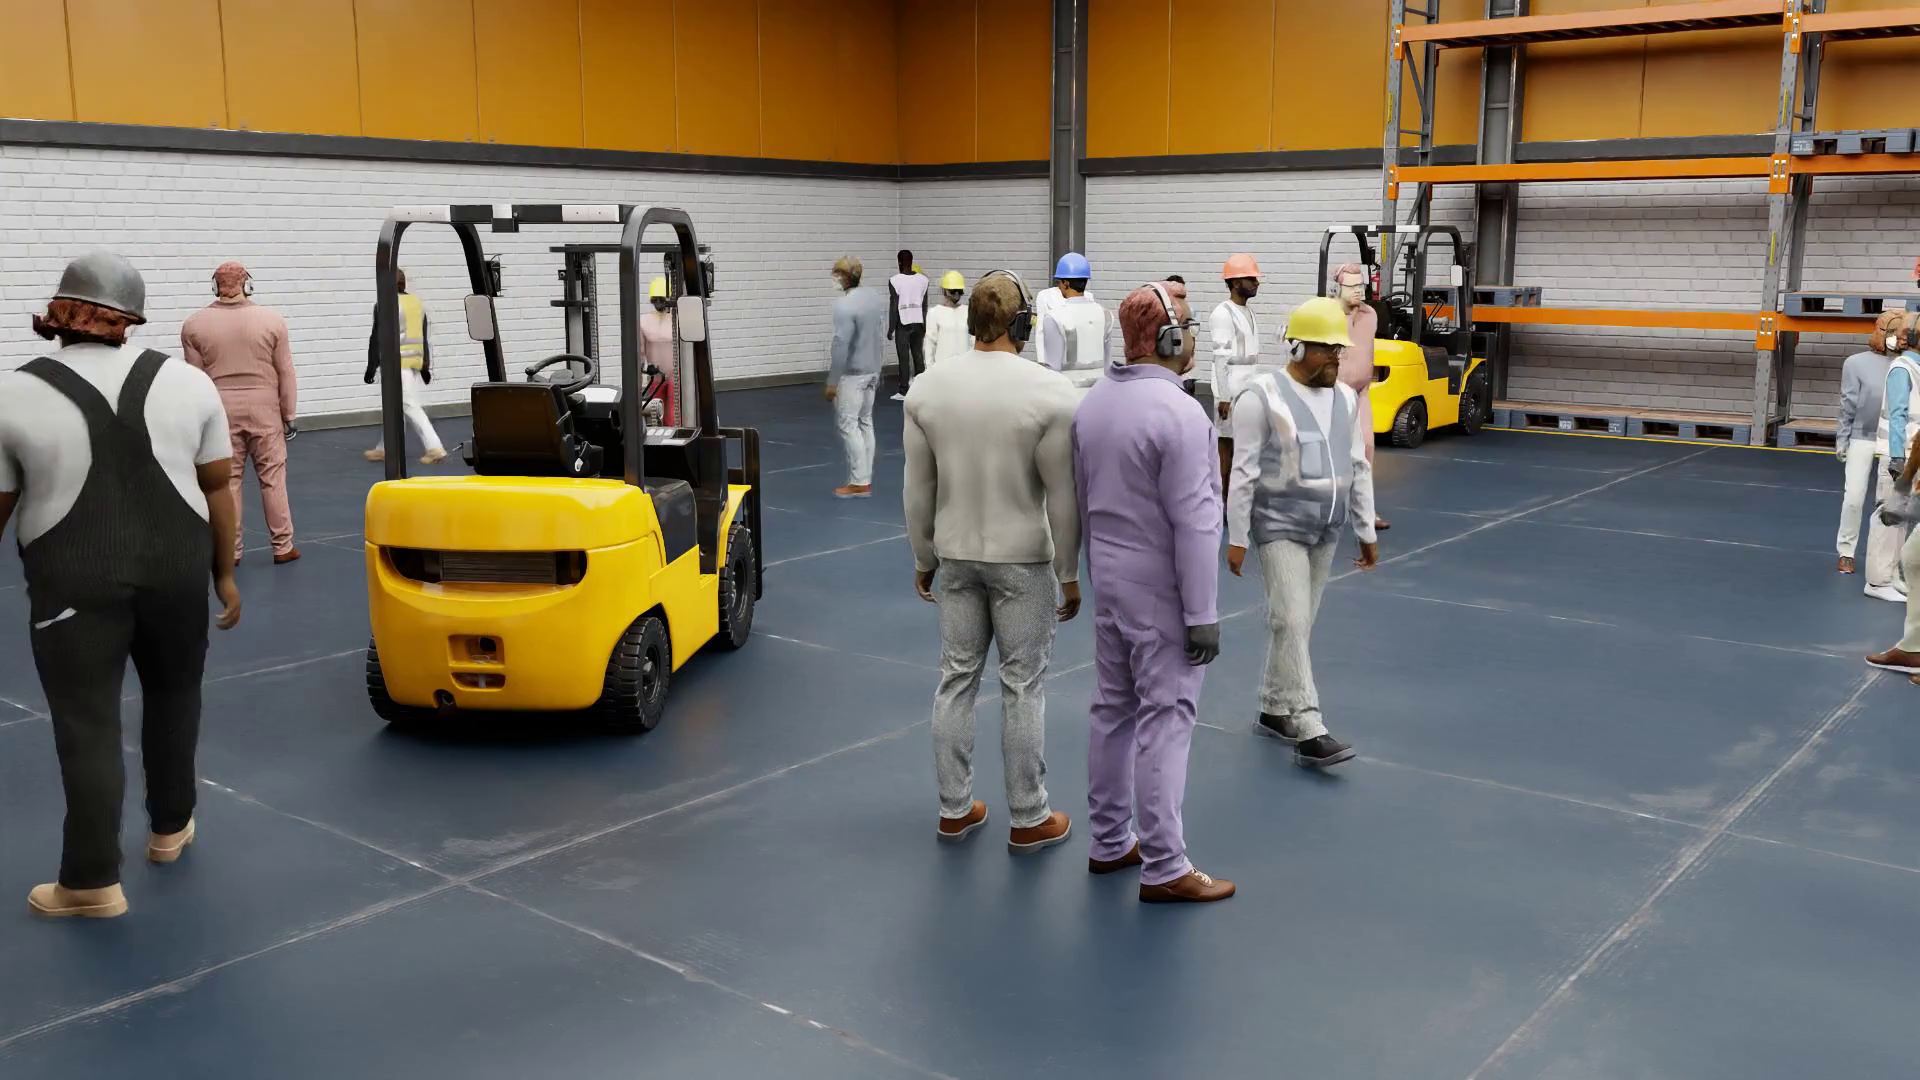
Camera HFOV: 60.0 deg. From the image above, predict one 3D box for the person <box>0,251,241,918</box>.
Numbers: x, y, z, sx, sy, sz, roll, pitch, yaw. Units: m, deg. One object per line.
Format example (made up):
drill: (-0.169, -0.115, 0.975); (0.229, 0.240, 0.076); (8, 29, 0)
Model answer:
person: (-2.697, 0.095, 5.175); (0.763, 2.000, 0.755); (-8, 13, -38)

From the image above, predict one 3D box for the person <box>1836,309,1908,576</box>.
person: (5.602, -0.588, 10.115); (0.493, 1.625, 0.279); (4, 11, 23)

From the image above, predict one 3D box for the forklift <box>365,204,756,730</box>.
forklift: (-1.766, -0.406, 7.525); (1.214, 2.155, 2.313); (1, 10, 7)

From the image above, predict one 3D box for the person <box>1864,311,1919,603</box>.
person: (5.359, -0.474, 9.439); (0.307, 1.639, 0.525); (9, 13, 40)

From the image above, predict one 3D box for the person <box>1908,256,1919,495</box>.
person: (7.742, -1.292, 13.163); (0.622, 1.946, 0.641); (1, 10, 6)

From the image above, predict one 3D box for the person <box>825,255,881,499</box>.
person: (-0.803, -1.282, 13.176); (0.406, 1.912, 0.679); (5, 11, 24)

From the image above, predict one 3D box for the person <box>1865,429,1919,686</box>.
person: (4.393, -0.235, 7.558); (0.514, 1.848, 0.712); (-8, 13, -39)

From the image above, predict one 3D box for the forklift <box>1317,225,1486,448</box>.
forklift: (4.449, -2.115, 16.993); (1.214, 2.155, 2.313); (8, 13, 38)

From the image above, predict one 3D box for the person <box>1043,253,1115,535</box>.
person: (0.776, -0.955, 11.250); (0.602, 1.948, 0.385); (-9, 13, -40)

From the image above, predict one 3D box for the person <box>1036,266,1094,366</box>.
person: (0.984, -1.712, 15.617); (0.574, 1.886, 0.361); (-3, 11, -15)

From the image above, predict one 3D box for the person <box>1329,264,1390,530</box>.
person: (2.696, -0.990, 11.665); (0.659, 1.862, 0.872); (-5, 11, -24)

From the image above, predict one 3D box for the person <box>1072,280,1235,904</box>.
person: (0.612, 0.162, 5.160); (0.409, 1.913, 0.642); (-5, 11, -26)

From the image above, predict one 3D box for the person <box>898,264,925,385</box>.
person: (-0.536, -2.992, 23.199); (0.590, 1.702, 0.543); (-2, 10, -9)

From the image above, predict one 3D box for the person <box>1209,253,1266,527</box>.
person: (1.983, -1.068, 11.892); (0.353, 1.942, 0.545); (6, 12, 29)

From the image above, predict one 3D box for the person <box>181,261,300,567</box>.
person: (-4.474, -0.779, 10.407); (0.637, 1.903, 0.406); (-3, 11, -16)

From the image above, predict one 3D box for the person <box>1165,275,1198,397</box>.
person: (2.198, -1.840, 16.906); (0.550, 1.673, 0.642); (-3, 11, -17)

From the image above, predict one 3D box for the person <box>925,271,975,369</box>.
person: (-0.013, -1.617, 15.487); (0.541, 1.732, 0.808); (-6, 12, -29)

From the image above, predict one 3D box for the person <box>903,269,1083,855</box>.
person: (0.119, 0.079, 5.541); (0.638, 1.938, 0.356); (5, 11, 26)

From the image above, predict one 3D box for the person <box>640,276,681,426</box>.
person: (-2.540, -1.427, 14.454); (0.538, 1.733, 0.793); (1, 10, 3)

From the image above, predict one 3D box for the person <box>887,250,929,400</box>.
person: (-0.661, -2.737, 21.218); (0.589, 1.914, 0.392); (-8, 13, -37)

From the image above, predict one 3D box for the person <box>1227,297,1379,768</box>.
person: (1.416, -0.028, 6.485); (0.624, 1.805, 0.735); (-6, 12, -31)

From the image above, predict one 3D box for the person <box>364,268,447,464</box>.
person: (-5.084, -1.590, 15.189); (0.940, 1.804, 0.619); (2, 10, 13)
